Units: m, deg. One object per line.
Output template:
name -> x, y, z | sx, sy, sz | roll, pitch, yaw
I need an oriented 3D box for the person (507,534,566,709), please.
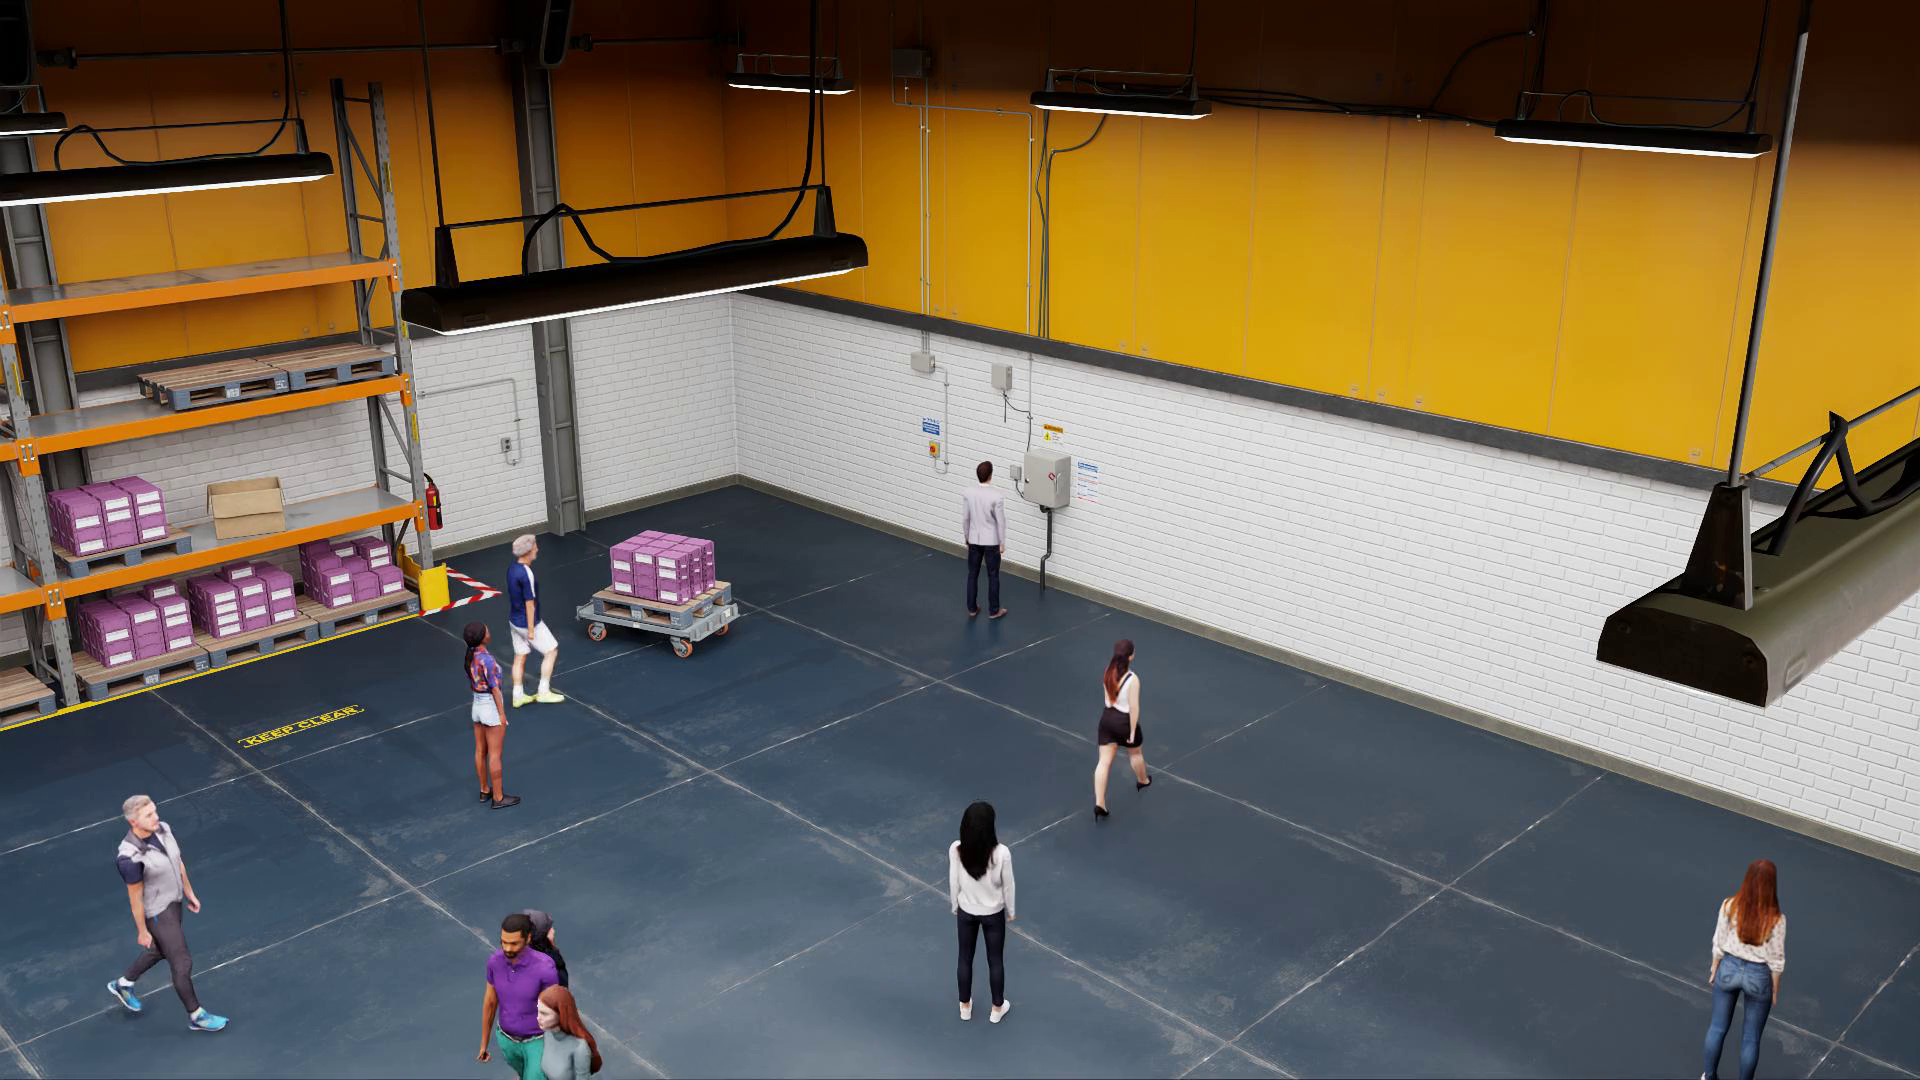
person -> -4.430, 0.842, 16.684 | 0.706, 1.817, 0.655 | -15, 24, -38

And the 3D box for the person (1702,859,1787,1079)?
person -> 5.110, 2.858, 10.836 | 0.603, 1.728, 0.533 | 14, 23, 35

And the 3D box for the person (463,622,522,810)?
person -> -4.198, 1.532, 14.755 | 0.586, 1.741, 0.509 | 17, 25, 40

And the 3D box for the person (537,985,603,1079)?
person -> -2.131, 3.302, 9.560 | 0.607, 1.702, 1.168 | 16, 24, 39

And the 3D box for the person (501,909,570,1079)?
person -> -2.689, 3.054, 10.353 | 0.943, 1.664, 0.754 | -12, 22, -32

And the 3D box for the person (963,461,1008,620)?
person -> 0.275, -0.009, 19.156 | 0.742, 1.851, 0.695 | 9, 21, 24

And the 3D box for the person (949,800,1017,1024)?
person -> 0.144, 2.595, 11.661 | 0.711, 1.700, 0.736 | 4, 19, 11

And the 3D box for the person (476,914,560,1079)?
person -> -2.609, 3.048, 10.274 | 0.955, 1.727, 1.208 | 7, 20, 20

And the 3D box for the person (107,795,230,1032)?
person -> -5.629, 2.579, 11.548 | 1.213, 1.803, 1.148 | 0, 19, 0

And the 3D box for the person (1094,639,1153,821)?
person -> 1.335, 1.679, 14.529 | 0.687, 1.605, 1.108 | 12, 22, 33
